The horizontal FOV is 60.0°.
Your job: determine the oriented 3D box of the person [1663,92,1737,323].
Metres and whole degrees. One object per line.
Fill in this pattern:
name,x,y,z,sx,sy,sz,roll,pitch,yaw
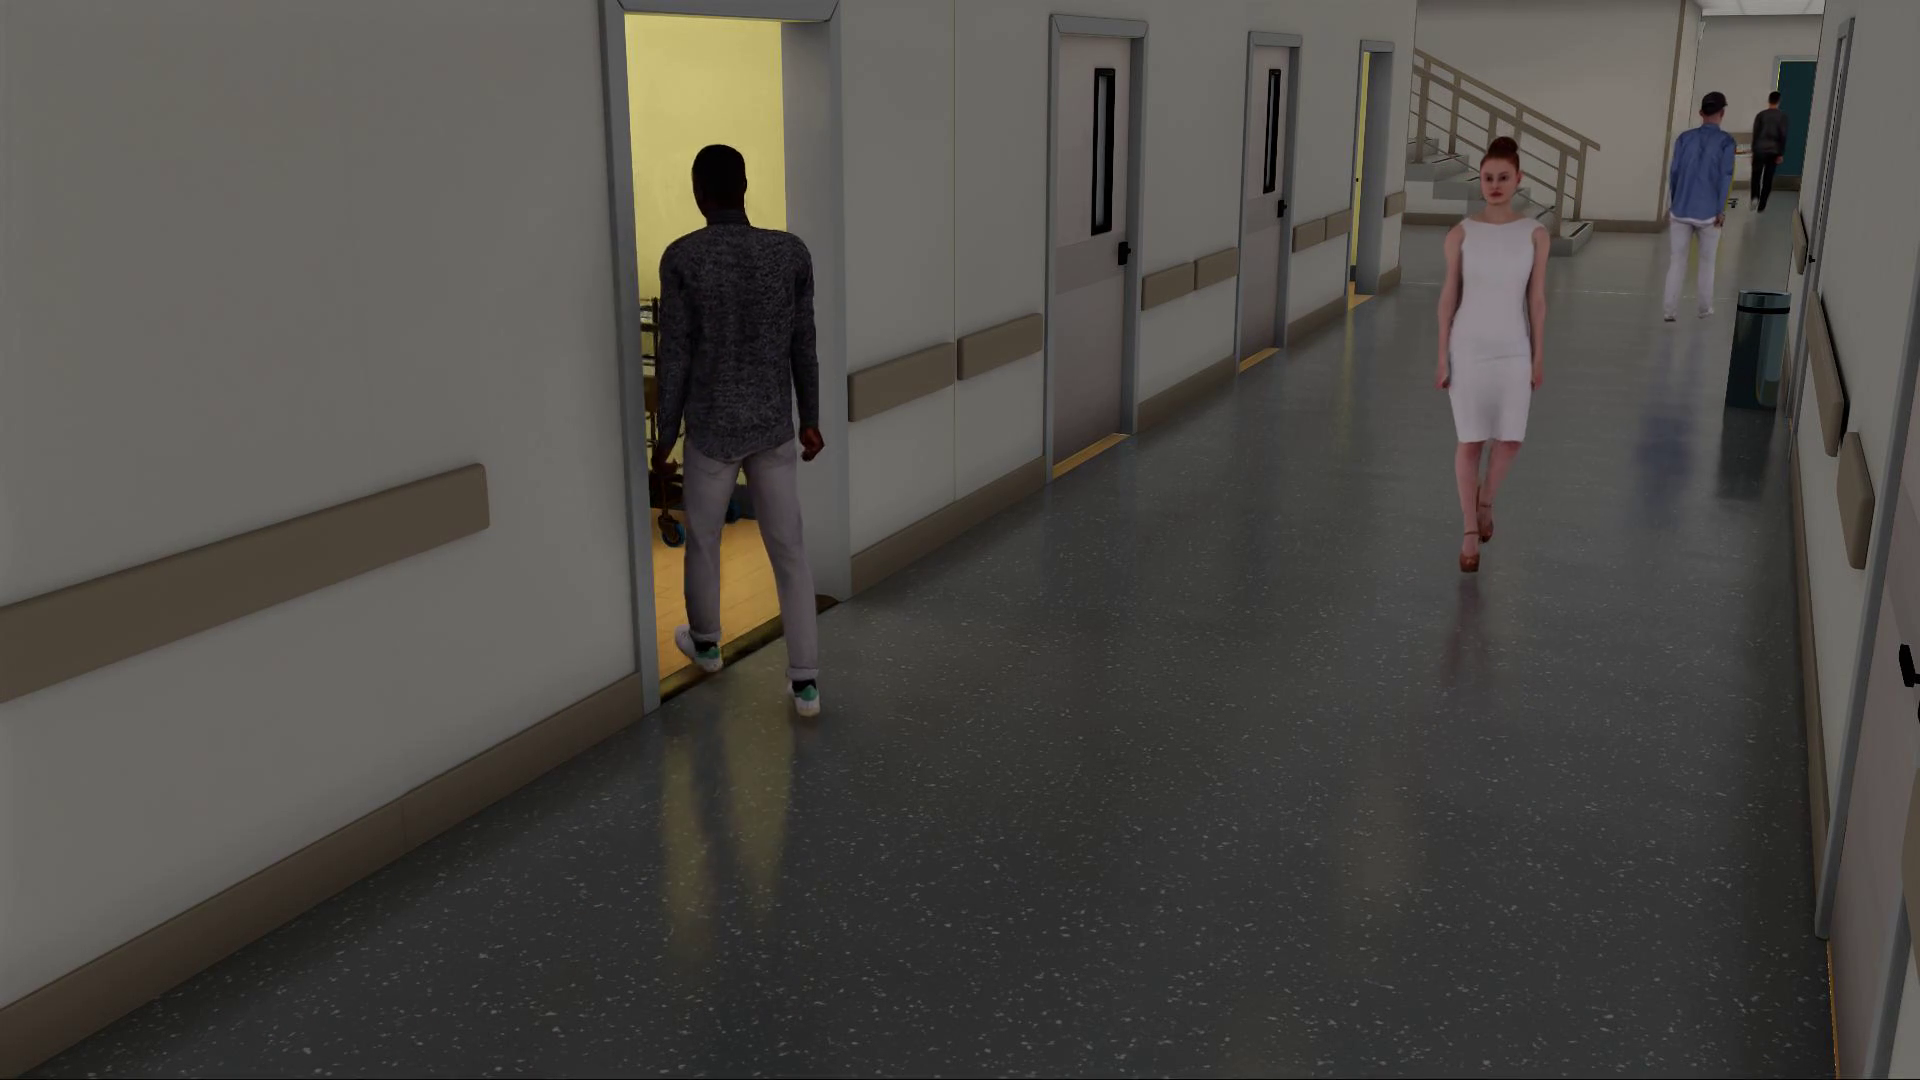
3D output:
person,5.980,-2.666,13.575,1.111,1.848,0.862,12,19,35

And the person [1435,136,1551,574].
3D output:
person,2.181,-0.739,6.867,0.669,1.780,0.707,4,16,14

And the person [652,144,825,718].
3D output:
person,-0.679,-0.305,5.299,1.120,1.795,1.206,-6,17,-20

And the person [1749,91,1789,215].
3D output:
person,11.849,-5.677,24.435,0.603,1.751,0.683,8,17,25
